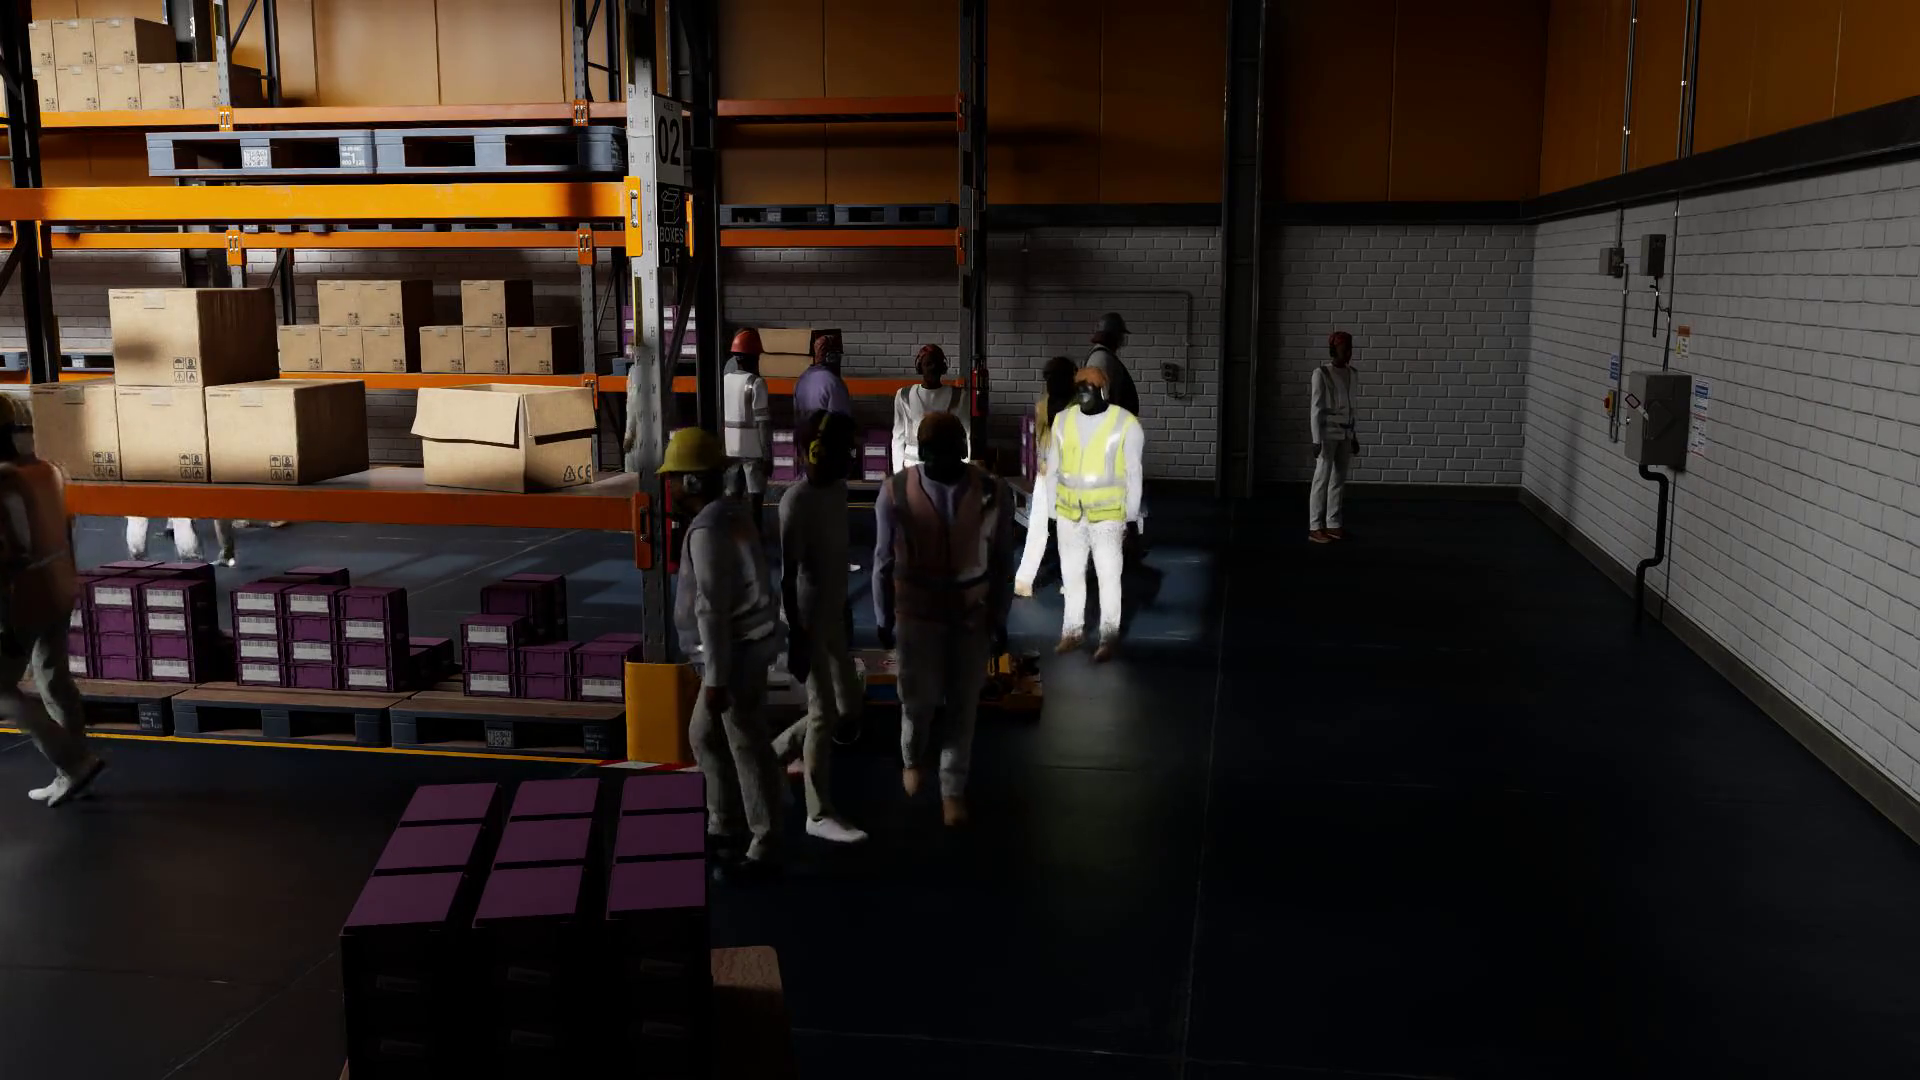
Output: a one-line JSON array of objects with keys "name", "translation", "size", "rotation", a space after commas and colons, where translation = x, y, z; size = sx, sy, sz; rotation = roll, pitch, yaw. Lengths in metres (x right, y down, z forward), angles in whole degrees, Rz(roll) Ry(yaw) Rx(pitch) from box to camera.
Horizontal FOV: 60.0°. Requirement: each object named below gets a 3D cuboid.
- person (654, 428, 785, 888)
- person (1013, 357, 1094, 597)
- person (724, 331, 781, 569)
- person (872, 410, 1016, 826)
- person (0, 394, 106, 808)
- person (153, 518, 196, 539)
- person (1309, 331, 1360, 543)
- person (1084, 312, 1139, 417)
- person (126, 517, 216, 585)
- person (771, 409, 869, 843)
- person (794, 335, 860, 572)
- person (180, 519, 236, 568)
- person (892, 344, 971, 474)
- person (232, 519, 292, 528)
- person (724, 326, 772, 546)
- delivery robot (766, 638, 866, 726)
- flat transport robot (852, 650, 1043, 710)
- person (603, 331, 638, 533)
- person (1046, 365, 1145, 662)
[{"name": "person", "translation": [-0.947, 0.463, 6.580], "size": [0.532, 1.802, 0.595], "rotation": [0, 9, -1]}, {"name": "person", "translation": [0.695, -0.438, 12.197], "size": [0.906, 1.786, 0.681], "rotation": [-9, 13, -43]}, {"name": "person", "translation": [-1.716, -0.720, 13.473], "size": [0.545, 1.938, 0.361], "rotation": [7, 11, 35]}, {"name": "person", "translation": [-0.066, 0.336, 7.292], "size": [0.625, 1.823, 0.484], "rotation": [-1, 9, -5]}, {"name": "person", "translation": [-4.135, 0.279, 7.376], "size": [0.481, 1.902, 0.629], "rotation": [1, 9, 5]}, {"name": "person", "translation": [-7.164, -0.921, 15.041], "size": [0.404, 1.832, 0.592], "rotation": [0, 9, 1]}, {"name": "person", "translation": [3.351, -0.917, 14.857], "size": [0.584, 1.882, 0.337], "rotation": [-7, 12, -37]}, {"name": "person", "translation": [1.434, -1.154, 15.841], "size": [0.537, 2.000, 0.689], "rotation": [0, 9, -1]}, {"name": "person", "translation": [-5.973, -0.544, 12.450], "size": [0.895, 1.909, 0.665], "rotation": [6, 11, 32]}, {"name": "person", "translation": [-0.648, 0.360, 7.060], "size": [0.554, 1.848, 0.550], "rotation": [4, 10, 22]}, {"name": "person", "translation": [-1.060, -0.695, 13.414], "size": [0.402, 1.906, 0.652], "rotation": [-7, 11, -37]}, {"name": "person", "translation": [-6.191, -0.561, 13.475], "size": [0.595, 1.614, 0.542], "rotation": [2, 9, 12]}, {"name": "person", "translation": [-0.215, -0.490, 12.207], "size": [0.584, 1.884, 0.346], "rotation": [1, 9, 8]}, {"name": "person", "translation": [-6.601, -1.053, 15.471], "size": [0.927, 1.949, 0.600], "rotation": [8, 12, 42]}, {"name": "person", "translation": [-1.902, -0.917, 14.691], "size": [0.352, 1.937, 0.635], "rotation": [-4, 10, -25]}, {"name": "delivery robot", "translation": [-0.837, 0.736, 8.422], "size": [0.707, 0.478, 0.477], "rotation": [-1, 9, -8]}, {"name": "flat transport robot", "translation": [-0.259, 0.776, 9.343], "size": [1.431, 0.197, 0.652], "rotation": [0, 9, 1]}, {"name": "person", "translation": [-2.810, -0.980, 15.192], "size": [0.909, 1.915, 0.633], "rotation": [0, 9, 1]}, {"name": "person", "translation": [0.817, -0.172, 10.373], "size": [0.634, 1.843, 0.429], "rotation": [5, 10, 27]}]
